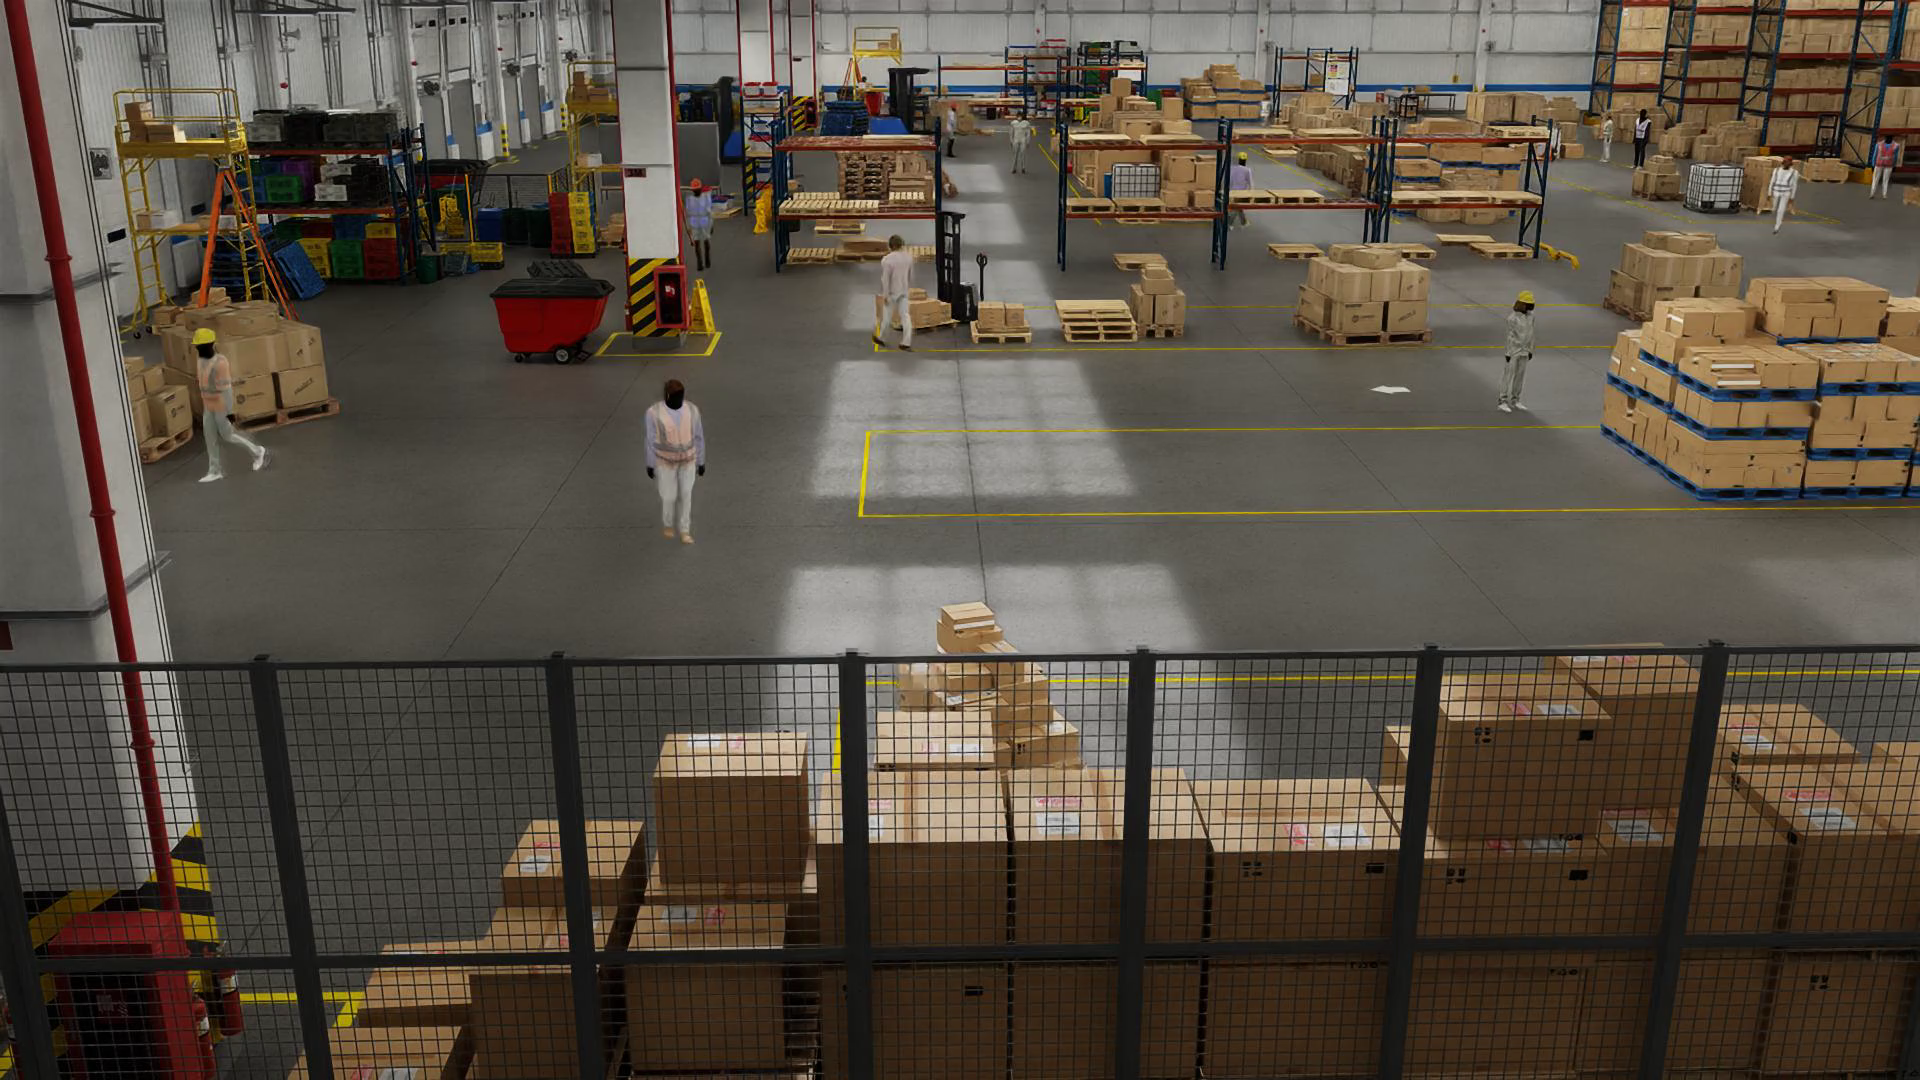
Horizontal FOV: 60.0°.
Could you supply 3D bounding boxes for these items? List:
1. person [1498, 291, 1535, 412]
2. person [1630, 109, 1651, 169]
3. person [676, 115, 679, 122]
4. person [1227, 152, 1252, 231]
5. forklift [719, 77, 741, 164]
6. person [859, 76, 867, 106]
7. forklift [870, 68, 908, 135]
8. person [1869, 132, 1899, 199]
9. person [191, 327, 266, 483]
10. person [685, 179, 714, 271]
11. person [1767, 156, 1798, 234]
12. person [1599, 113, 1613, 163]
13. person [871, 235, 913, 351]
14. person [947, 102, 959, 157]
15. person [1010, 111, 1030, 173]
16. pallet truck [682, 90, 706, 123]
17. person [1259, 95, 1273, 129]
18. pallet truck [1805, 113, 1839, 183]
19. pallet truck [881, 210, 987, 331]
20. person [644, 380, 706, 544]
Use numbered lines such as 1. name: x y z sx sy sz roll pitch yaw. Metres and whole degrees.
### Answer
1. person: 7.930 -2.677 23.581 0.480 1.734 0.337 -10 21 -28
2. person: 22.112 -13.013 53.975 0.398 1.911 0.587 -8 20 -22
3. person: -9.293 -13.027 54.361 0.571 1.673 0.402 2 19 6
4. person: 6.841 -8.553 40.793 0.970 1.886 0.592 -14 23 -36
5. forklift: -7.685 -13.877 55.039 1.873 2.768 1.129 -1 19 -1
6. person: -4.179 -19.090 71.979 0.367 1.932 0.623 1 19 4
7. forklift: -2.271 -15.727 60.526 1.873 2.768 1.129 -10 21 -28
8. person: 25.846 -10.465 46.517 0.627 1.844 0.429 8 20 22
9. person: -9.030 -1.679 20.362 0.590 1.905 0.781 14 23 35
10. person: -5.490 -6.630 35.011 0.583 1.924 0.399 -1 19 -2
11. person: 19.943 -8.380 40.311 0.740 1.860 0.586 -17 25 -41
12. person: 21.762 -13.531 55.924 0.311 1.638 0.523 1 19 3
13. person: -1.091 -4.112 27.591 0.644 1.888 0.911 -13 23 -34
14. person: -0.259 -14.225 57.611 0.462 1.890 0.743 1 19 2
15. person: 1.899 -12.611 52.744 0.627 1.934 0.372 2 19 6
16. pallet truck: -9.671 -15.907 62.421 0.823 1.965 1.885 5 19 15
17. person: 12.022 -16.633 65.194 0.504 1.593 0.842 18 25 42
18. pallet truck: 26.403 -11.957 50.702 0.823 1.965 1.885 6 19 16
19. pallet truck: -0.493 -4.759 29.349 1.885 1.965 0.823 -13 23 -34
20. person: -3.061 -0.841 17.981 0.654 1.830 0.443 -9 21 -25
